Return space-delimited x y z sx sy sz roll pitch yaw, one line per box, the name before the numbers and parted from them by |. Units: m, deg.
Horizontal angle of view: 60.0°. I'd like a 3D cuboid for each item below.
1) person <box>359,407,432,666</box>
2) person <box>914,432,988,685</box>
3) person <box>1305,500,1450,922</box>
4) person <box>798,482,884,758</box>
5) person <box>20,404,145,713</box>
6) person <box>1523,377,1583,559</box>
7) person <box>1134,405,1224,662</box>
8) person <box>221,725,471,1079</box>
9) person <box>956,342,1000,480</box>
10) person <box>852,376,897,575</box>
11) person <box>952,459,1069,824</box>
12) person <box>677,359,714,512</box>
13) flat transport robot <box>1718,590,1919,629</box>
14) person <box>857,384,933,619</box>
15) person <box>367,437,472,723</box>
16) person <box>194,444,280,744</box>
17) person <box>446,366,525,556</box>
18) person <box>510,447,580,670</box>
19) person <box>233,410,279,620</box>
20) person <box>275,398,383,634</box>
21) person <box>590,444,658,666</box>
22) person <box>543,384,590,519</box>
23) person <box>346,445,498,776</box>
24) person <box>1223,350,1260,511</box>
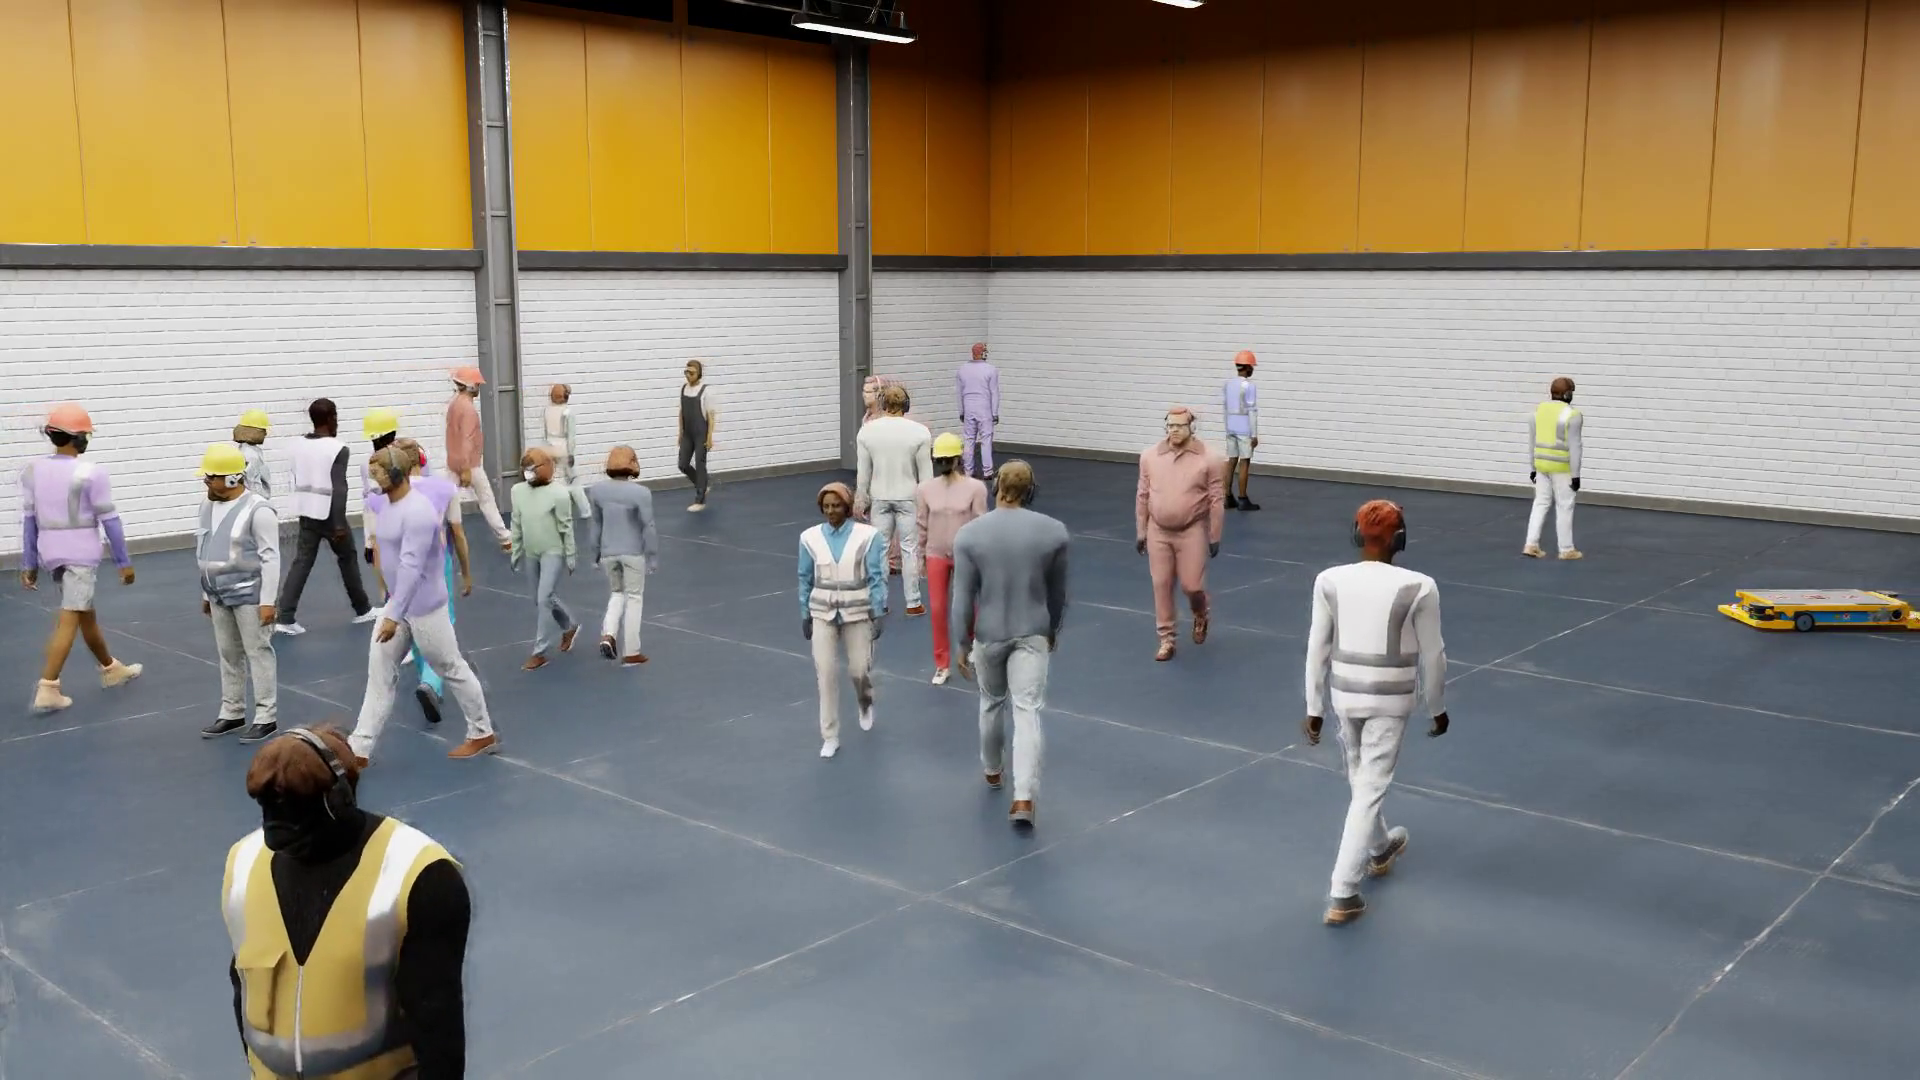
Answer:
person | -4.062 -0.026 12.082 0.630 1.888 0.536 4 10 21
person | -0.052 0.110 11.648 0.533 1.755 0.522 1 9 9
person | 1.891 0.733 7.511 0.577 1.828 0.998 7 11 37
person | -0.705 0.450 9.939 0.523 1.622 0.561 1 9 5
person | -5.835 0.102 10.986 0.630 1.989 1.051 2 9 15
person | 5.954 -0.710 16.606 0.473 1.848 0.636 -5 10 -27
person | 1.623 -0.064 12.332 0.649 1.890 0.564 4 10 22
person | -1.426 1.323 3.859 0.642 1.820 0.545 1 9 6
person | 0.270 -1.782 23.067 0.642 1.909 0.399 5 10 29
person | -0.793 -0.597 15.680 0.435 1.889 0.678 -4 10 -22
person | 0.269 0.515 8.797 0.620 1.884 1.090 0 9 -1
person | -3.165 -1.252 19.962 0.538 1.835 0.441 5 10 29
flat transport robot | 7.015 0.557 13.501 1.431 0.197 0.652 0 9 -1
person | -0.532 -0.311 13.733 0.635 1.937 0.353 1 9 8
person | -3.456 0.253 10.628 0.614 1.804 0.803 -1 9 -6
person | -4.393 0.323 10.096 0.591 1.828 0.404 5 10 27
person | -4.942 -0.785 16.734 1.111 1.926 0.646 -7 11 -38
person | -3.013 0.100 12.174 0.507 1.603 0.711 4 10 25
person | -5.789 -0.207 13.718 0.310 1.735 0.484 -6 11 -32
person | -5.094 -0.197 13.265 0.606 1.867 1.041 4 10 23
person | -2.425 0.108 12.075 0.527 1.618 0.357 3 10 18
person | -4.558 -0.986 19.052 0.535 1.586 0.870 5 10 28
person | -3.156 0.399 9.491 1.063 1.882 0.644 -8 12 -42
person | 3.419 -1.321 20.086 0.378 1.932 0.551 -5 10 -30
